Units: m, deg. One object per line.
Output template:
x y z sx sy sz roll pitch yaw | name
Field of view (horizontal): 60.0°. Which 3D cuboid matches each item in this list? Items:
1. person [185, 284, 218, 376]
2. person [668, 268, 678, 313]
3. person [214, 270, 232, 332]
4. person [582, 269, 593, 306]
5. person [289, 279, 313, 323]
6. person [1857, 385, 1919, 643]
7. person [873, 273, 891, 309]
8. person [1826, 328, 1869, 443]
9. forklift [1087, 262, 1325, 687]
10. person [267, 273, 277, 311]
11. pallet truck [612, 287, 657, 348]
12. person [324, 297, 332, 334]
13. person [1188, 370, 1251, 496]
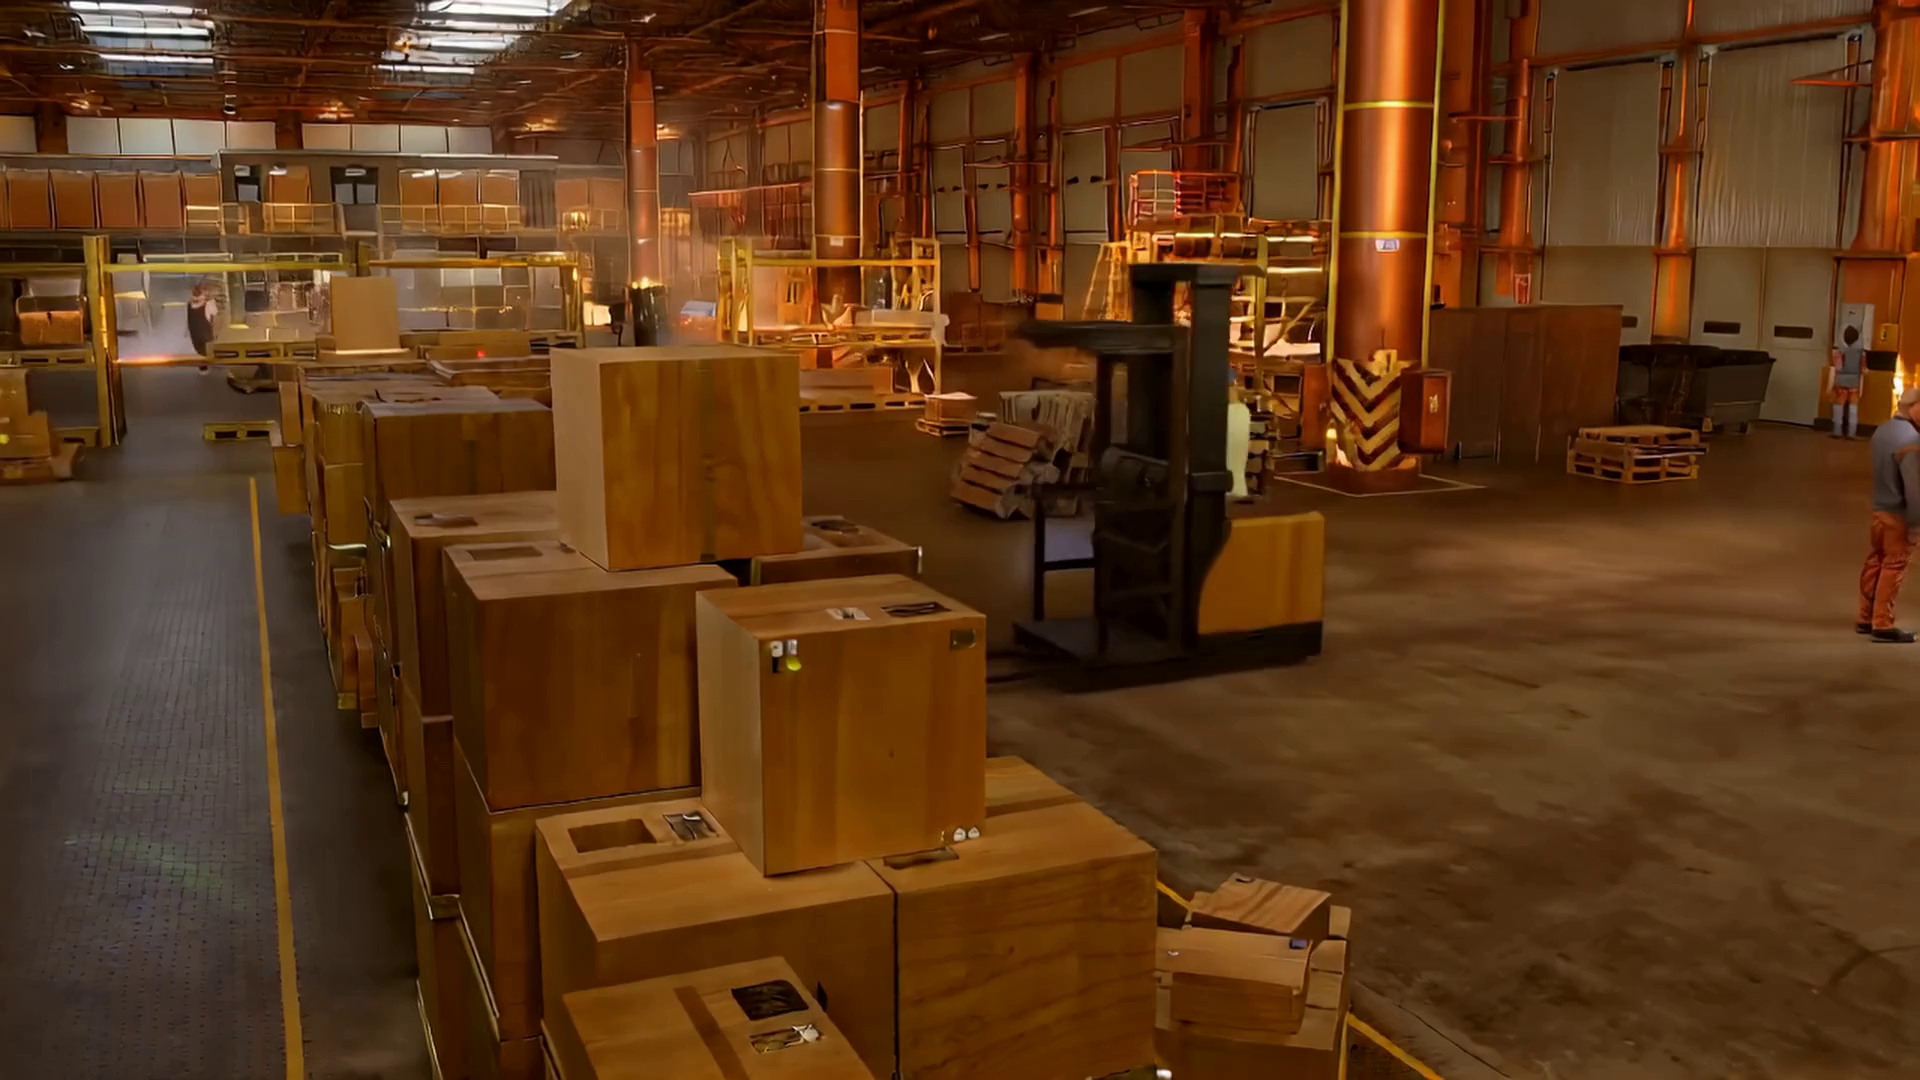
-16.626 -4.605 36.382 0.699 2.000 0.538 1 10 7 | person
-11.625 -10.065 67.155 0.343 1.803 0.751 -7 13 -36 | person
-23.649 -7.652 53.321 0.441 1.983 0.638 -8 13 -36 | person
-13.334 -8.702 59.363 0.589 1.903 0.407 7 13 36 | person
-17.197 -5.832 43.405 0.395 1.946 0.611 9 14 42 | person
6.967 -0.189 12.371 0.383 1.928 0.636 0 10 2 | person
-2.699 -8.325 57.492 0.637 1.820 0.670 -2 11 -13 | person
13.060 -2.274 24.482 0.535 1.697 0.318 -1 10 -5 | person
1.538 -0.537 11.645 1.873 2.768 1.129 -4 11 -23 | forklift
-22.653 -7.892 54.968 0.470 1.866 0.616 -6 12 -30 | person
-6.464 -4.406 35.401 0.823 1.965 1.885 6 12 32 | pallet truck
-15.570 -5.438 41.555 0.946 1.826 0.630 7 12 34 | person
2.257 -0.517 14.282 0.662 1.878 1.043 -5 11 -25 | person
